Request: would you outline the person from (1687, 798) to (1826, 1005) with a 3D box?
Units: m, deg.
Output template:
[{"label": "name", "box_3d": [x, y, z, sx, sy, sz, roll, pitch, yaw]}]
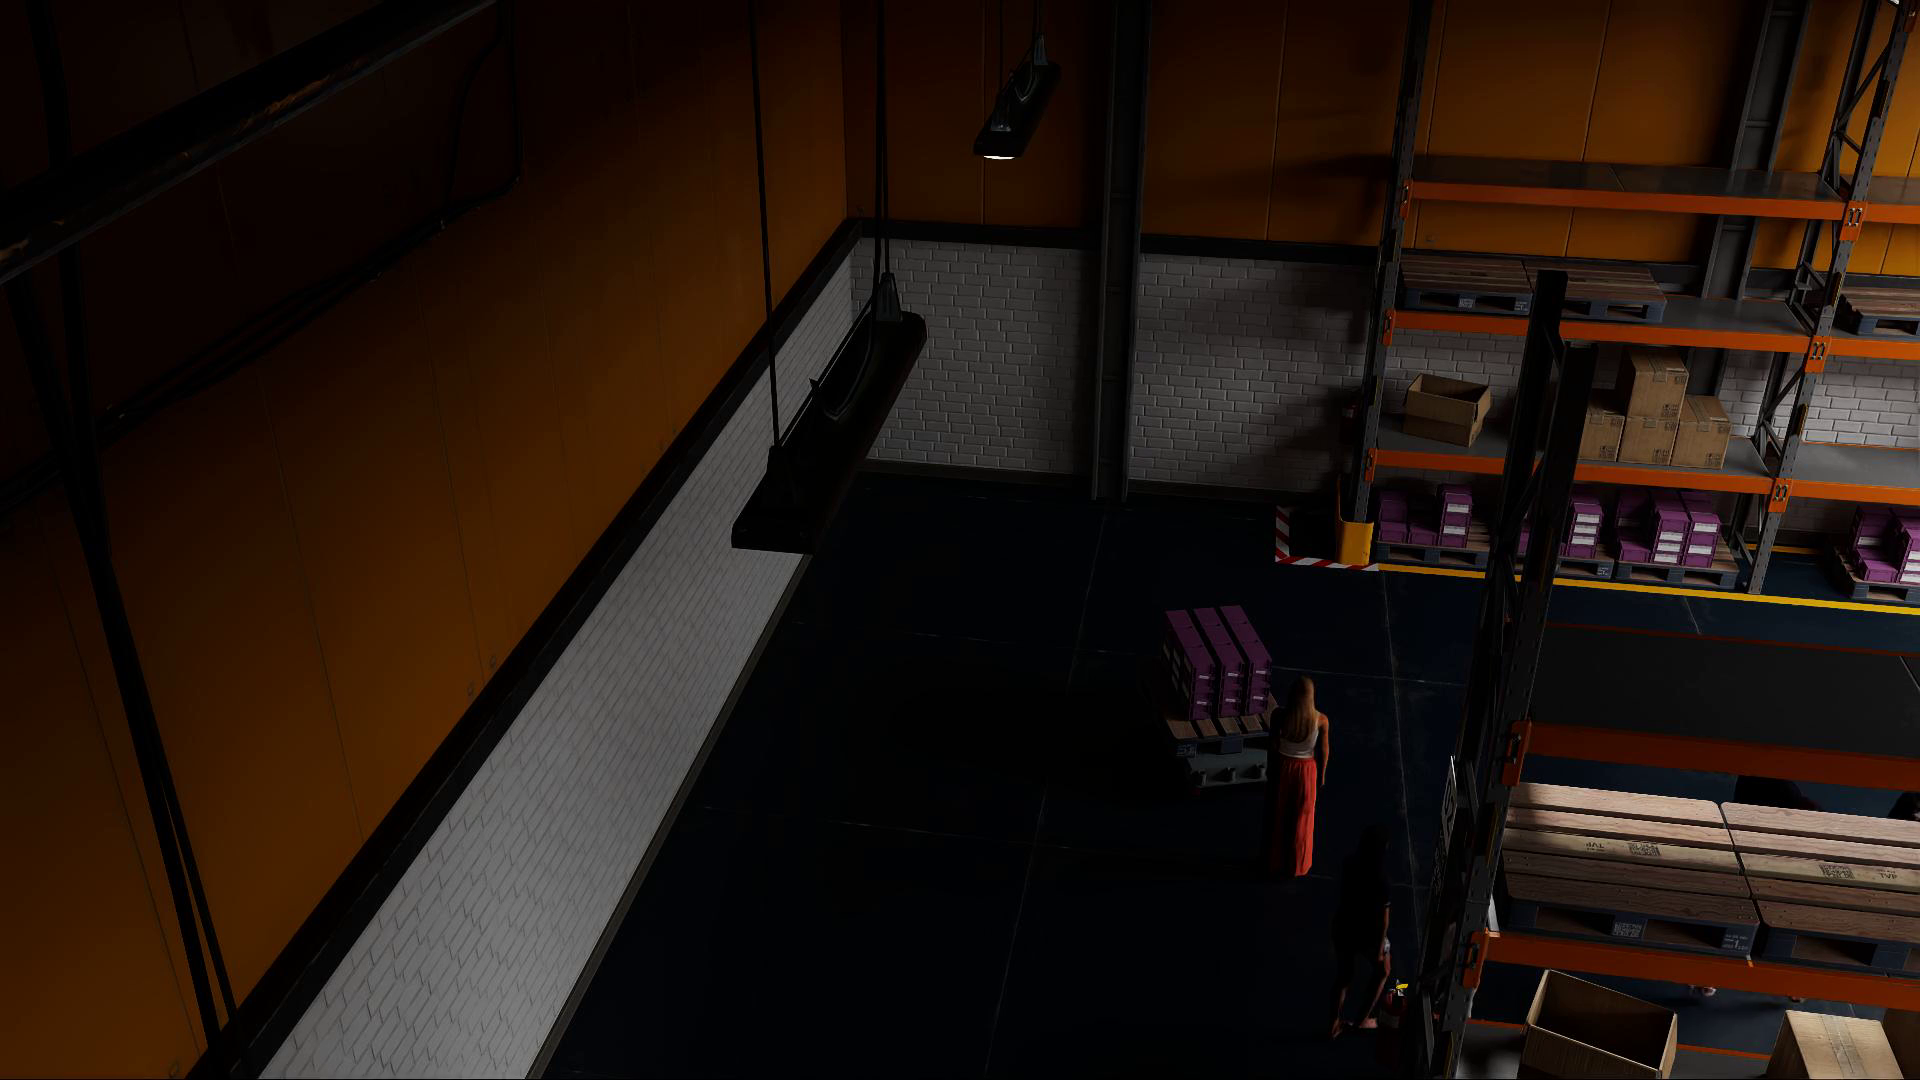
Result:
[{"label": "person", "box_3d": [5.543, 2.543, 11.518, 1.111, 1.747, 0.723, -1, 29, -1]}]

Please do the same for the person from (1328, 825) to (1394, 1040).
[{"label": "person", "box_3d": [2.639, 2.701, 11.227, 0.805, 1.750, 0.741, -22, 35, -34]}]

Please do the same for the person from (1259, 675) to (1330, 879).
[{"label": "person", "box_3d": [2.561, 1.820, 12.787, 0.568, 1.803, 0.718, 10, 30, 17]}]

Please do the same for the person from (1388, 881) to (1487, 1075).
[{"label": "person", "box_3d": [3.337, 2.898, 10.887, 1.137, 1.730, 0.709, 0, 29, 1]}]
